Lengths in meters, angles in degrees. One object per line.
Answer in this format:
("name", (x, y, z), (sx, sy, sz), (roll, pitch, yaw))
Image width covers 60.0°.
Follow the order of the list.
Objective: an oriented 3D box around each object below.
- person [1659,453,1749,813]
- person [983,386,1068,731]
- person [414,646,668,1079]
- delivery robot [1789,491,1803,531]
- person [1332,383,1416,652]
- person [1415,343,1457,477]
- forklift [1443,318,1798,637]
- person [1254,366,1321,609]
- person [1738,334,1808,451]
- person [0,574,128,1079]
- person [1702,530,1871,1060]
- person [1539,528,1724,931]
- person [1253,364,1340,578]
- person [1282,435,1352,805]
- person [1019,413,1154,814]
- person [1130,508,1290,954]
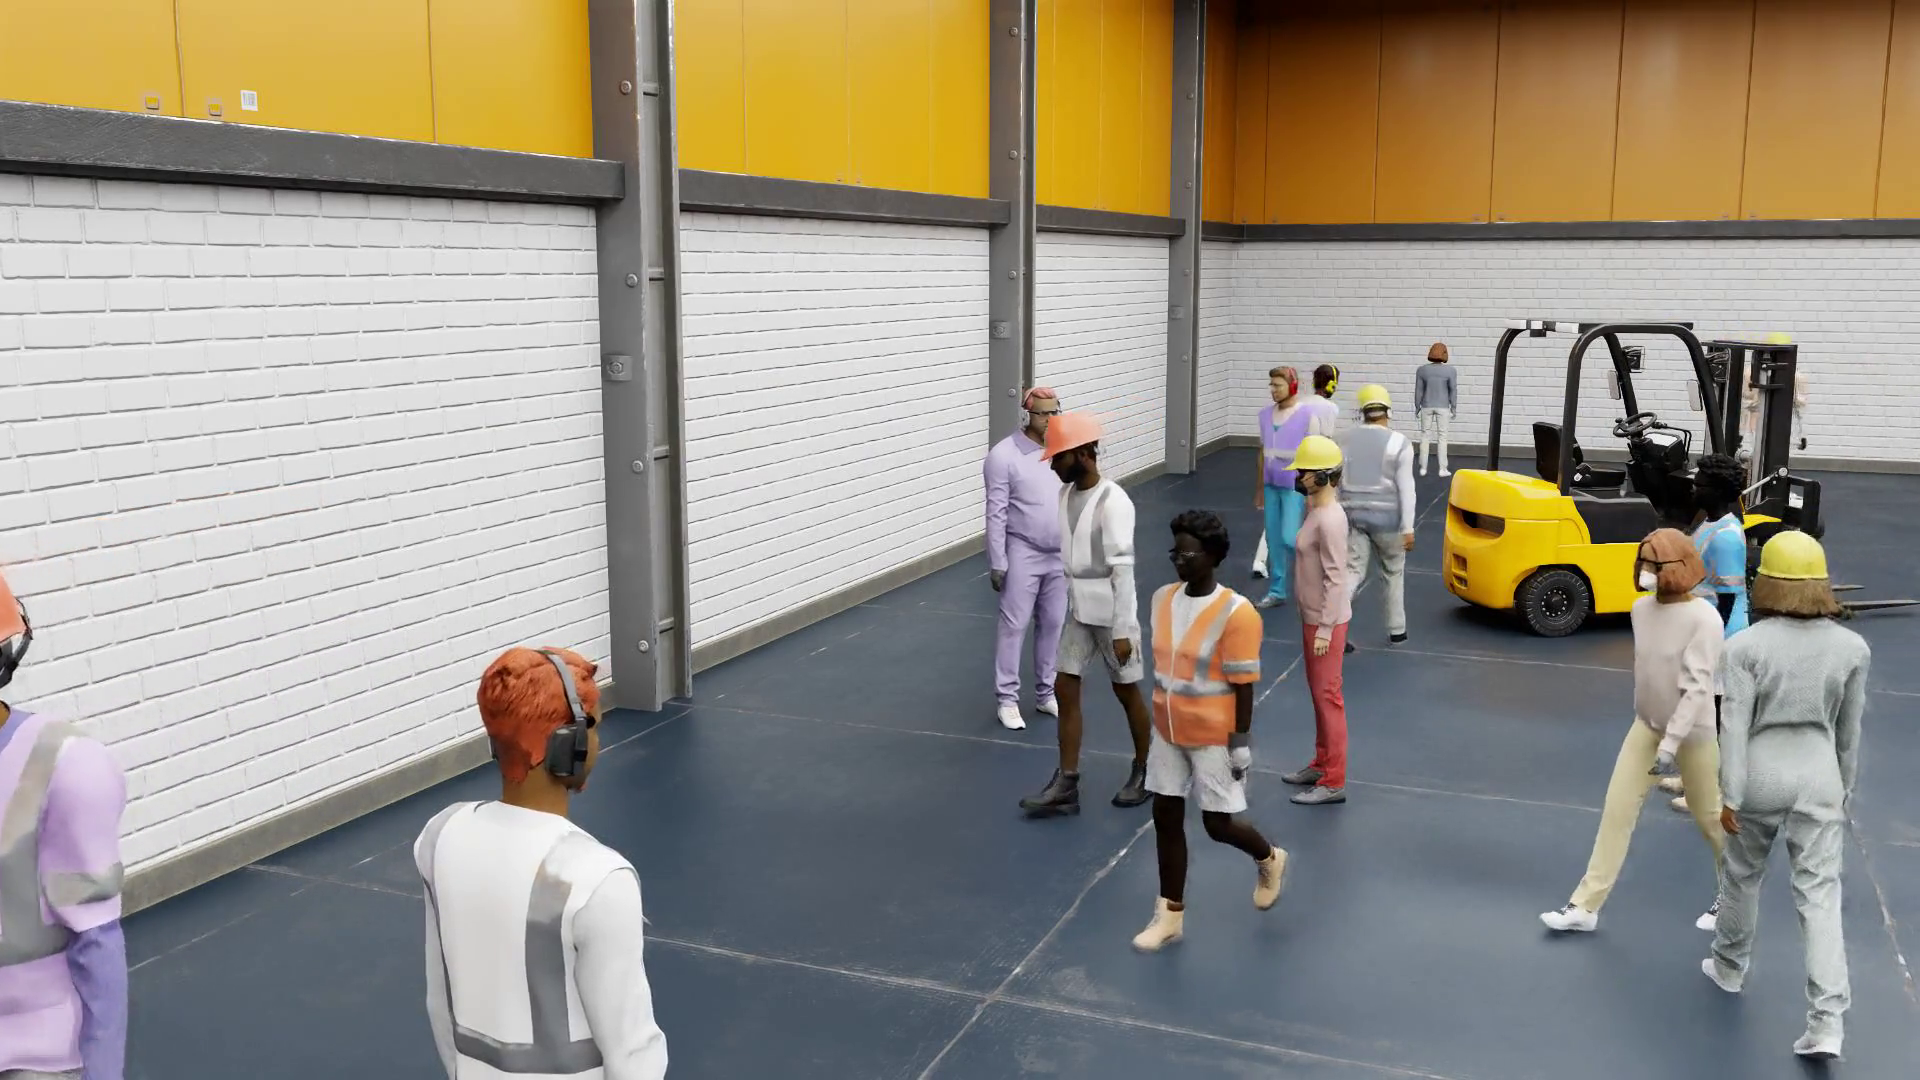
("person", (3.530, 0.436, 7.838), (0.320, 1.698, 0.531), (3, 10, 15))
("person", (0.446, 0.095, 9.272), (0.646, 1.907, 0.401), (-6, 11, -32))
("person", (-0.751, 1.123, 3.112), (0.575, 1.885, 0.355), (7, 12, 35))
("delivery robot", (7.613, -0.314, 15.540), (0.477, 0.478, 0.707), (-4, 10, -26))
("person", (2.715, -0.139, 11.061), (0.609, 1.795, 0.800), (7, 12, 36))
("person", (5.807, -1.591, 20.311), (0.504, 1.632, 0.269), (5, 11, 29))
("forklift", (4.706, -0.497, 11.990), (2.313, 2.155, 1.214), (-2, 10, -10))
("person", (2.476, -0.390, 12.431), (0.491, 1.832, 0.565), (-6, 11, -34))
("person", (8.091, -1.087, 16.479), (0.609, 1.883, 0.921), (1, 9, 4))
("person", (-1.936, 1.005, 3.418), (0.616, 2.030, 0.517), (2, 10, 12))
("person", (2.757, 0.824, 5.534), (0.477, 1.700, 0.904), (2, 10, 10))
("person", (2.697, 0.740, 6.342), (0.862, 1.579, 0.500), (-3, 10, -20))
("person", (2.820, -0.565, 13.725), (1.137, 1.774, 0.543), (-8, 12, -39))
("person", (1.703, 0.382, 7.962), (0.326, 1.767, 0.533), (1, 9, 6))
("person", (0.601, 0.354, 7.761), (0.856, 1.874, 0.653), (-6, 11, -32))
("person", (0.958, 0.702, 6.273), (0.638, 1.681, 0.535), (-7, 12, -38))
